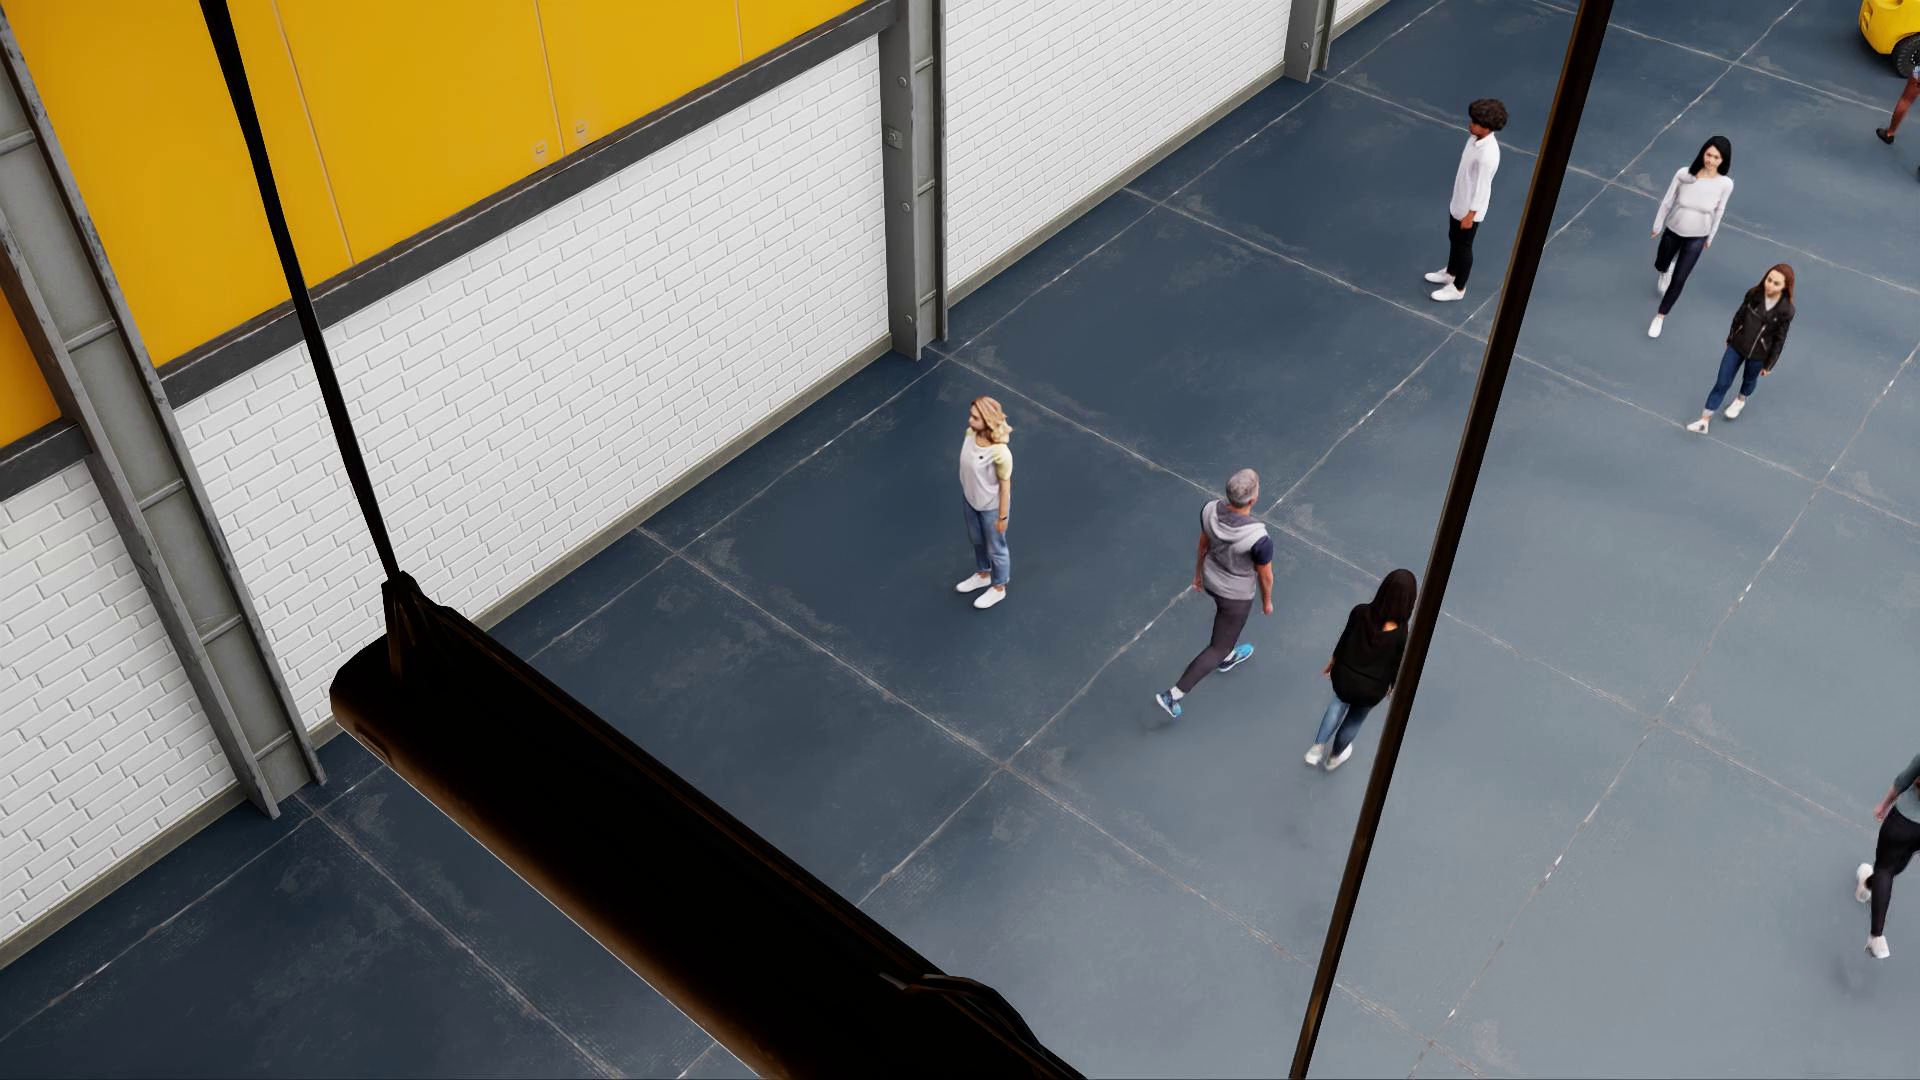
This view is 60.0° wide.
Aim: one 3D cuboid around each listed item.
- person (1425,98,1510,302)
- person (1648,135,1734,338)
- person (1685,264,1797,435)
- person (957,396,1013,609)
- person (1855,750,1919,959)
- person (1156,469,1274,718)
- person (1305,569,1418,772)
[{"bbox_3d":[4.162,-2.778,13.581,0.773,1.807,0.686,1,44,1],"label":"person"},{"bbox_3d":[5.860,-2.508,13.391,0.754,1.678,1.077,20,47,20],"label":"person"},{"bbox_3d":[5.960,-1.455,12.458,0.977,1.440,0.648,-34,53,-30],"label":"person"},{"bbox_3d":[0.187,-0.259,10.997,0.621,1.724,0.668,-27,50,-25],"label":"person"},{"bbox_3d":[5.212,1.606,9.045,0.784,1.717,1.105,20,47,20],"label":"person"},{"bbox_3d":[1.589,0.357,10.299,1.256,1.796,0.895,-26,49,-24],"label":"person"},{"bbox_3d":[2.355,0.866,9.891,0.612,1.621,0.713,25,49,24],"label":"person"}]
